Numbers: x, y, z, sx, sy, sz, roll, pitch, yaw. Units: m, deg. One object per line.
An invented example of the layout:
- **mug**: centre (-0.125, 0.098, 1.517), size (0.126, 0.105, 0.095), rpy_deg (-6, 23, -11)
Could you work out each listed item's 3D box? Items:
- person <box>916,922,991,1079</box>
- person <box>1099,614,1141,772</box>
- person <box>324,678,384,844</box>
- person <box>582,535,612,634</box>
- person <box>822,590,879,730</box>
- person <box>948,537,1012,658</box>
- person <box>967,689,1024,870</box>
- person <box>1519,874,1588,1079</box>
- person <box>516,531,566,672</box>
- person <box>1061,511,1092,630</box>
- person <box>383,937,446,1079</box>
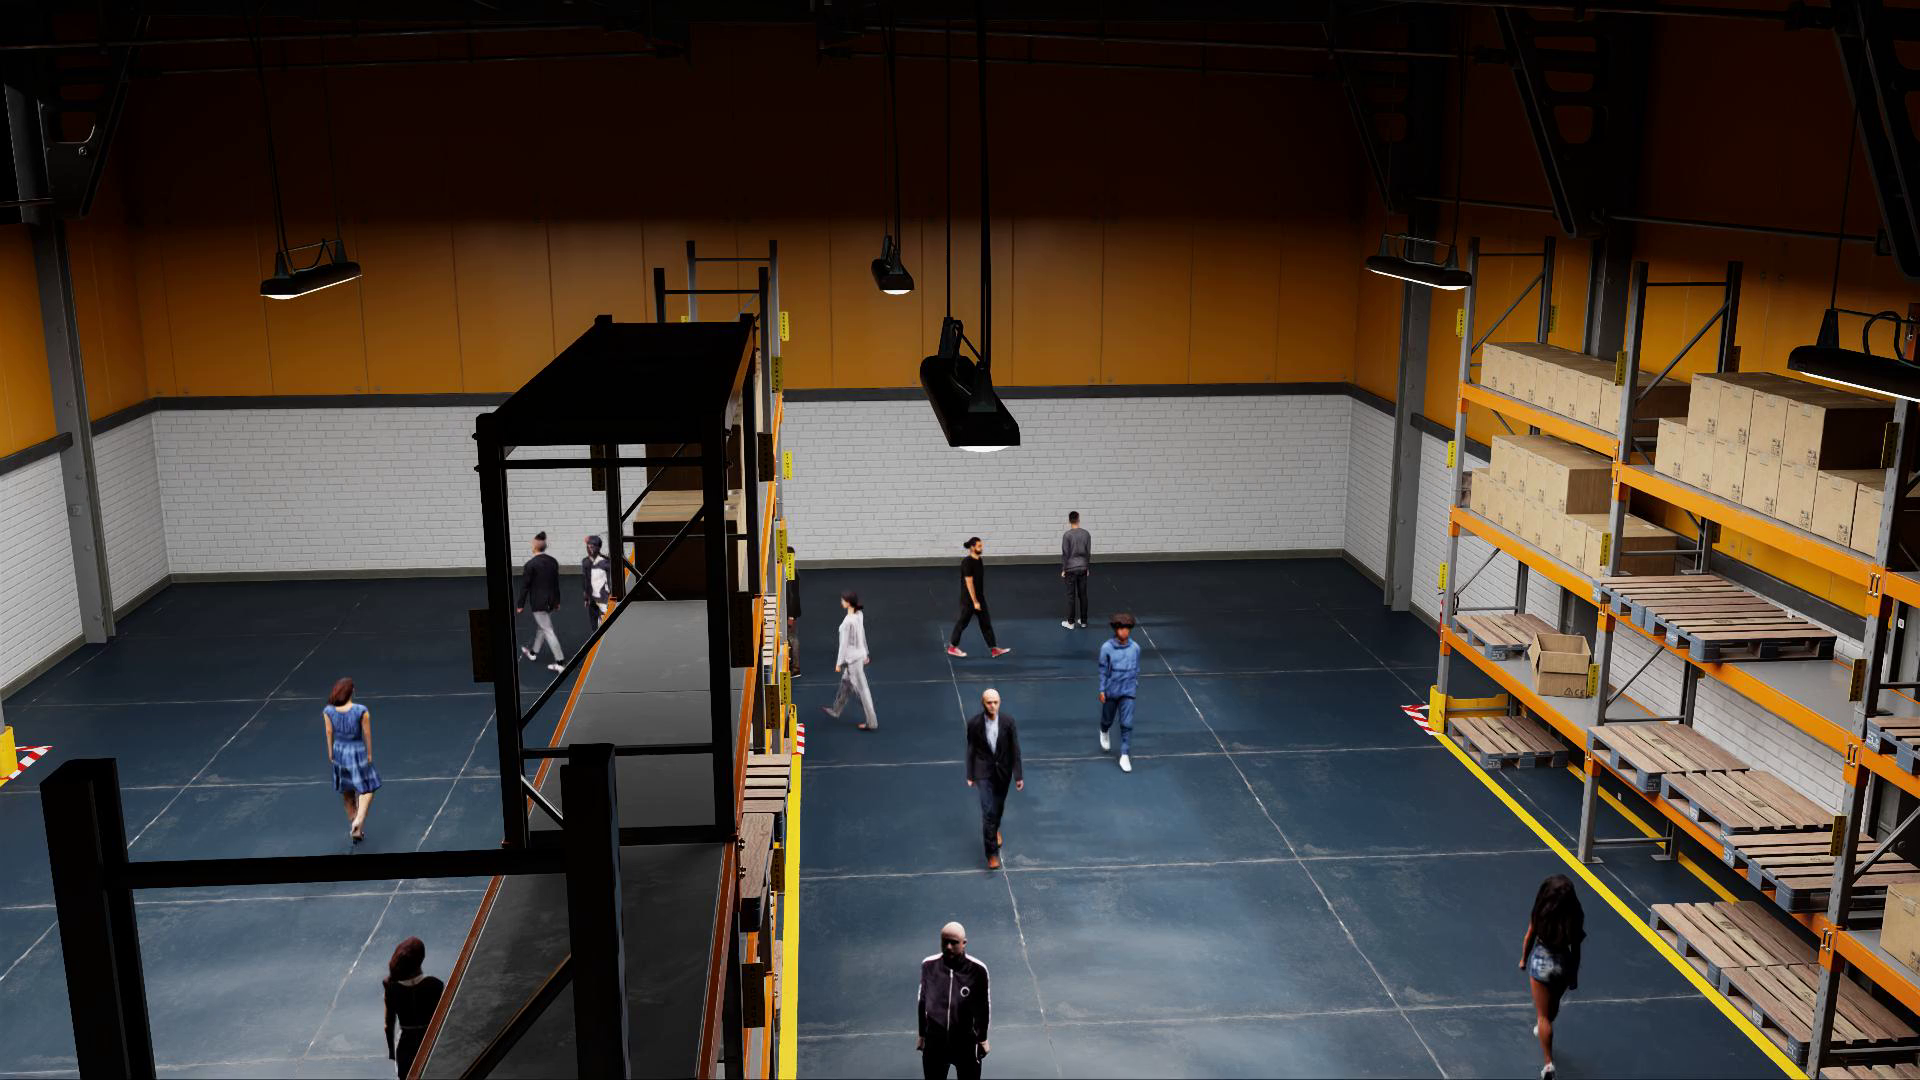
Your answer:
- **person**: centre (-0.050, 3.535, 11.731), size (0.726, 1.837, 0.662), rpy_deg (2, 14, 9)
- **person**: centre (1.820, 1.718, 19.346), size (0.679, 1.784, 1.081), rpy_deg (-2, 14, -8)
- **person**: centre (-6.219, 2.295, 16.943), size (0.678, 1.795, 0.819), rpy_deg (-1, 14, -2)
- **person**: centre (-4.866, 0.832, 22.832), size (1.024, 1.865, 1.168), rpy_deg (7, 15, 26)
- **person**: centre (-1.201, 1.494, 20.365), size (0.959, 1.739, 1.062), rpy_deg (5, 15, 21)
- **person**: centre (0.090, 0.835, 23.145), size (1.100, 1.712, 1.162), rpy_deg (7, 15, 27)
- **person**: centre (0.336, 2.343, 16.820), size (0.721, 1.758, 1.189), rpy_deg (-2, 14, -7)
- **person**: centre (4.561, 3.402, 12.822), size (0.644, 1.581, 1.053), rpy_deg (1, 14, 3)
- **person**: centre (-5.598, 0.873, 22.587), size (1.239, 1.901, 1.236), rpy_deg (9, 16, 32)
- **person**: centre (1.721, 0.436, 24.688), size (0.669, 1.761, 0.627), rpy_deg (-5, 14, -19)
- **person**: centre (-3.716, 3.648, 11.424), size (0.664, 1.762, 1.036), rpy_deg (-2, 14, -7)
